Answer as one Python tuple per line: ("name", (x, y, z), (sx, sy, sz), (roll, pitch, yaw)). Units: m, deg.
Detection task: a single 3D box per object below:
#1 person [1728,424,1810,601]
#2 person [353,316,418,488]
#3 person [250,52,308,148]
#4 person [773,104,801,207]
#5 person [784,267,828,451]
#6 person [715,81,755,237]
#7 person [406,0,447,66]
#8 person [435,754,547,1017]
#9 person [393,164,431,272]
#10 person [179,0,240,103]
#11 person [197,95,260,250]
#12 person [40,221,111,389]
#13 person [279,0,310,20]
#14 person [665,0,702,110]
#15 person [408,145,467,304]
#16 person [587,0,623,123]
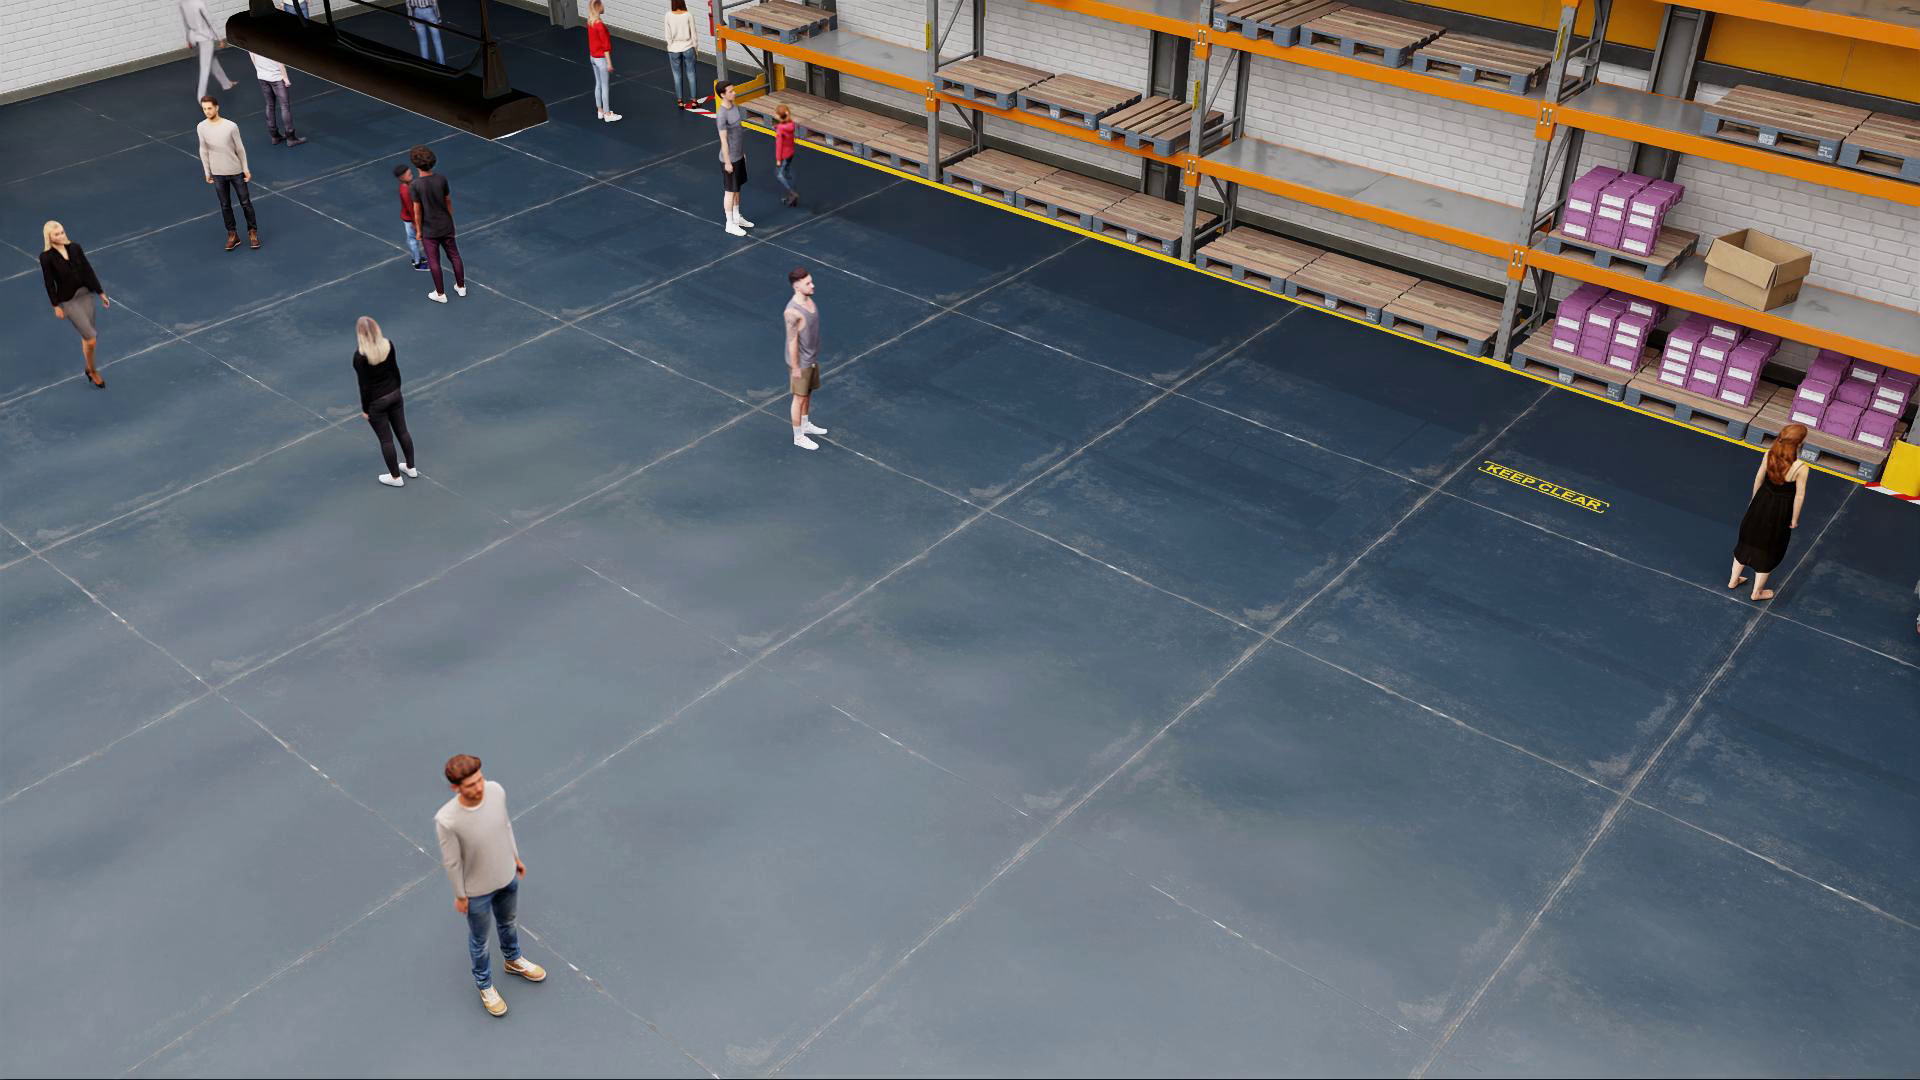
("person", (6.726, -0.252, 13.797), (0.702, 1.624, 0.587), (-20, 39, -27))
("person", (-5.297, -1.277, 15.283), (0.561, 1.686, 0.638), (20, 38, 27))
("person", (-9.416, -6.320, 22.740), (0.611, 1.830, 0.786), (14, 36, 20))
("person", (-2.145, -4.827, 20.963), (0.605, 1.310, 0.573), (16, 37, 23))
("person", (-1.498, -1.763, 15.934), (0.713, 1.845, 0.710), (8, 35, 12))
("person", (-2.788, -4.669, 20.219), (0.712, 1.871, 0.734), (8, 35, 12))
("person", (-8.028, -7.804, 25.004), (0.692, 1.796, 0.731), (-6, 34, -9))
("person", (-2.885, 2.037, 10.100), (0.590, 1.904, 0.659), (22, 39, 29))
("person", (-6.427, -3.779, 19.436), (0.636, 1.256, 0.539), (-13, 36, -19))
("person", (-11.099, -7.244, 24.257), (1.166, 1.691, 0.954), (12, 35, 17))
("person", (-8.719, -4.388, 19.801), (0.747, 1.866, 0.783), (-6, 34, -9))
("person", (-8.973, -2.378, 16.811), (0.727, 1.828, 0.688), (15, 36, 21))
("person", (-10.387, -8.388, 25.977), (0.672, 1.691, 0.637), (-21, 39, -28))
("person", (-4.009, -7.065, 23.996), (0.669, 1.681, 0.757), (1, 34, 2))
("person", (-5.871, -3.537, 18.596), (0.644, 1.781, 0.570), (-28, 43, -36))
("person", (-5.103, -6.812, 23.593), (0.720, 1.704, 0.526), (-23, 40, -30))
